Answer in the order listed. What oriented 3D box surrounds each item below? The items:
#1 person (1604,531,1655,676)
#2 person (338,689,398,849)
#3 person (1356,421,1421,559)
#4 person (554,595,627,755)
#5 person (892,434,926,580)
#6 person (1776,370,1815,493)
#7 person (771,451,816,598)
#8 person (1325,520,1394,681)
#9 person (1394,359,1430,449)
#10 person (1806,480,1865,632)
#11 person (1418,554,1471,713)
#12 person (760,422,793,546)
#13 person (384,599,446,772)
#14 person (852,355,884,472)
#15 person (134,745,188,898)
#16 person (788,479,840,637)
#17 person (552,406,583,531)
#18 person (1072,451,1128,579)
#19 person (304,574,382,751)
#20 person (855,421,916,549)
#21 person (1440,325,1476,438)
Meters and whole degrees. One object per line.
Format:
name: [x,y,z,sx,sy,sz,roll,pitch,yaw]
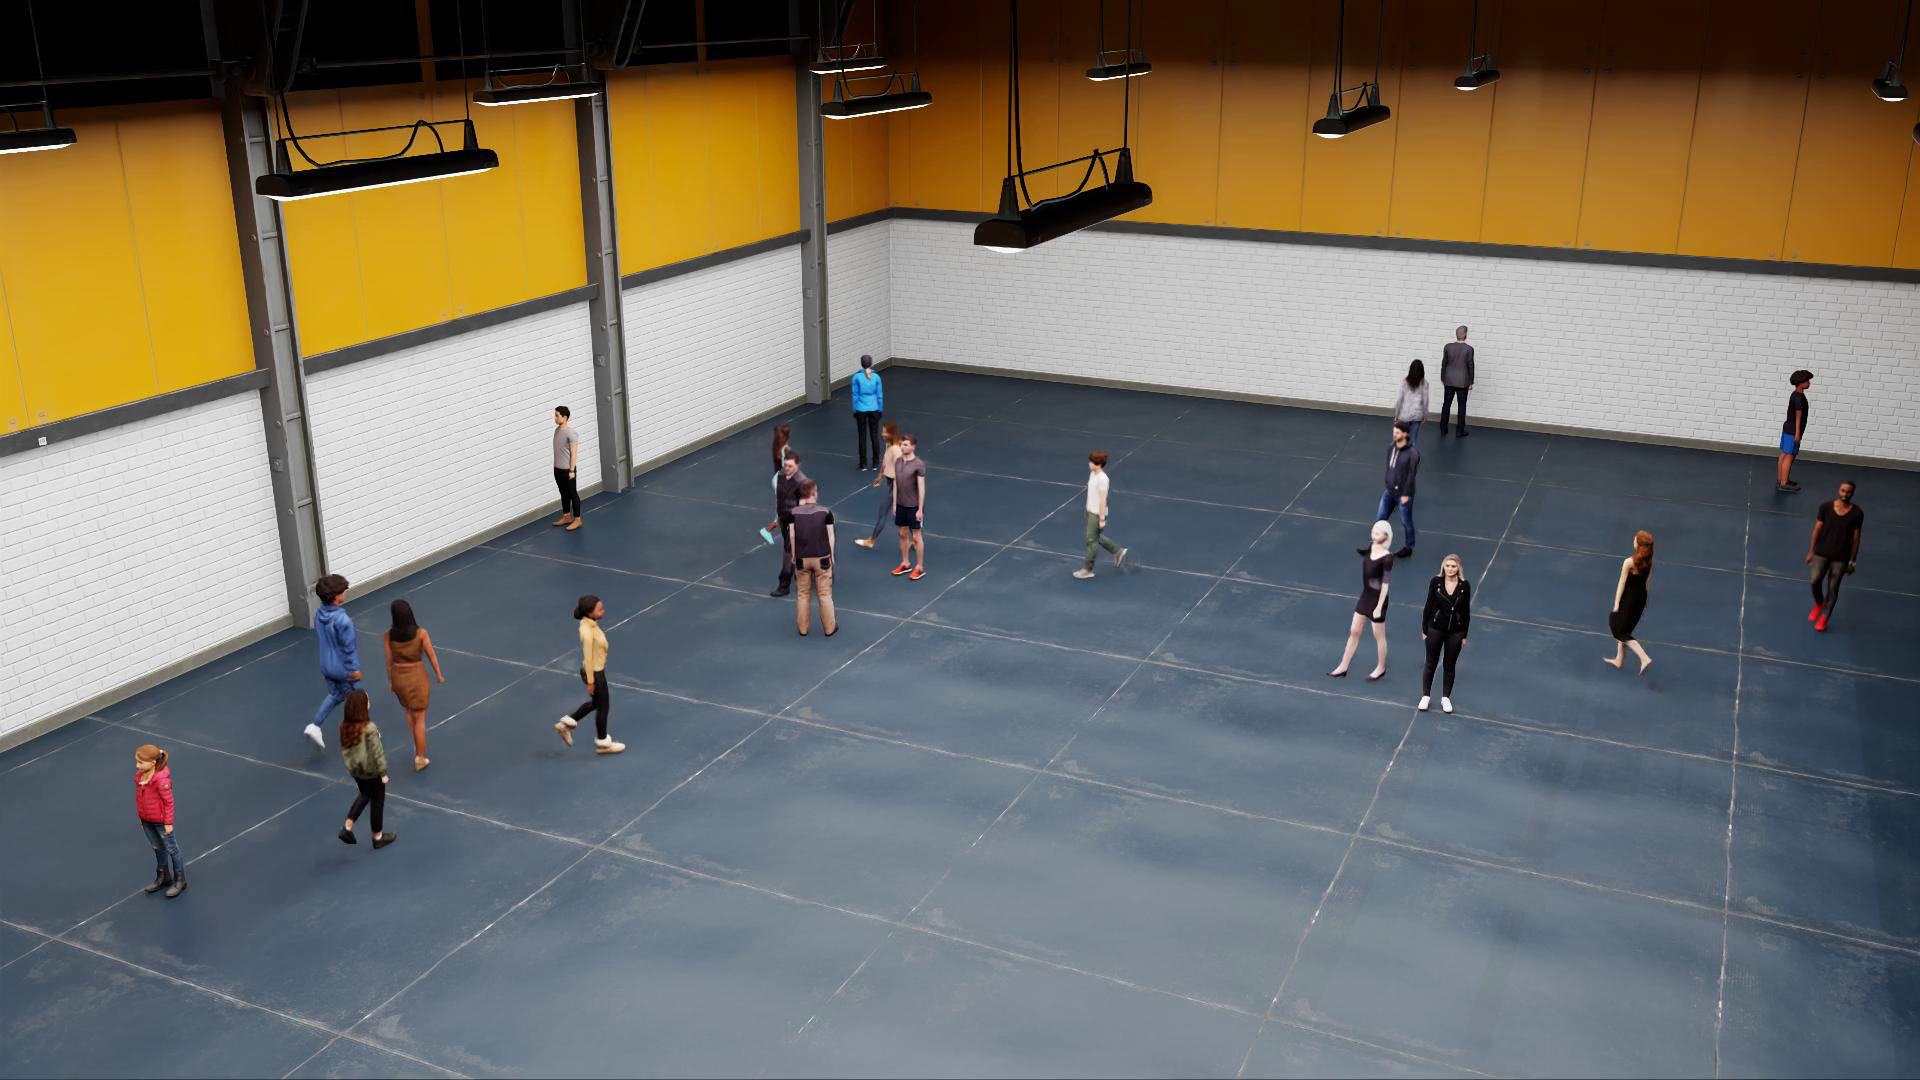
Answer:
person: [7.260,0.705,17.848,0.922,1.603,0.943,-9,21,-25]
person: [-5.132,1.998,14.224,0.634,1.466,0.749,11,22,30]
person: [5.732,-0.616,21.389,1.242,1.847,1.086,-11,21,-29]
person: [-3.609,1.304,16.006,0.958,1.645,0.931,-4,19,-13]
person: [-0.627,-0.435,20.843,0.694,1.852,0.628,15,24,37]
person: [12.258,-1.626,24.462,0.687,1.799,0.558,5,19,16]
person: [-1.967,-0.232,20.304,1.240,1.813,1.045,-14,23,-36]
person: [4.471,0.656,17.665,1.029,1.813,0.954,-7,20,-20]
person: [6.874,-1.871,25.327,0.739,1.714,0.820,4,19,11]
person: [10.092,0.152,19.194,0.757,1.792,0.763,14,23,36]
person: [4.969,0.941,17.020,0.653,1.685,0.592,5,19,14]
person: [-2.381,-0.672,21.789,0.951,1.698,0.833,-10,21,-28]
person: [-5.215,1.400,15.694,0.779,1.660,0.861,0,19,-1]
person: [-1.415,-1.959,25.454,0.695,1.797,0.697,-2,19,-5]
person: [-6.566,2.277,13.627,0.510,1.318,0.500,8,20,22]
person: [-1.686,0.198,18.984,0.757,1.840,0.715,2,19,5]
person: [-5.390,-1.009,22.751,0.669,1.724,0.637,17,25,41]
person: [1.778,-0.328,20.855,0.985,1.642,0.972,-5,19,-14]
person: [-6.042,1.214,16.041,0.829,1.793,1.030,12,22,31]
person: [-0.751,-0.691,21.779,1.042,1.741,1.129,-1,19,-3]
person: [8.189,-2.631,27.381,0.765,1.841,0.658,13,22,33]
